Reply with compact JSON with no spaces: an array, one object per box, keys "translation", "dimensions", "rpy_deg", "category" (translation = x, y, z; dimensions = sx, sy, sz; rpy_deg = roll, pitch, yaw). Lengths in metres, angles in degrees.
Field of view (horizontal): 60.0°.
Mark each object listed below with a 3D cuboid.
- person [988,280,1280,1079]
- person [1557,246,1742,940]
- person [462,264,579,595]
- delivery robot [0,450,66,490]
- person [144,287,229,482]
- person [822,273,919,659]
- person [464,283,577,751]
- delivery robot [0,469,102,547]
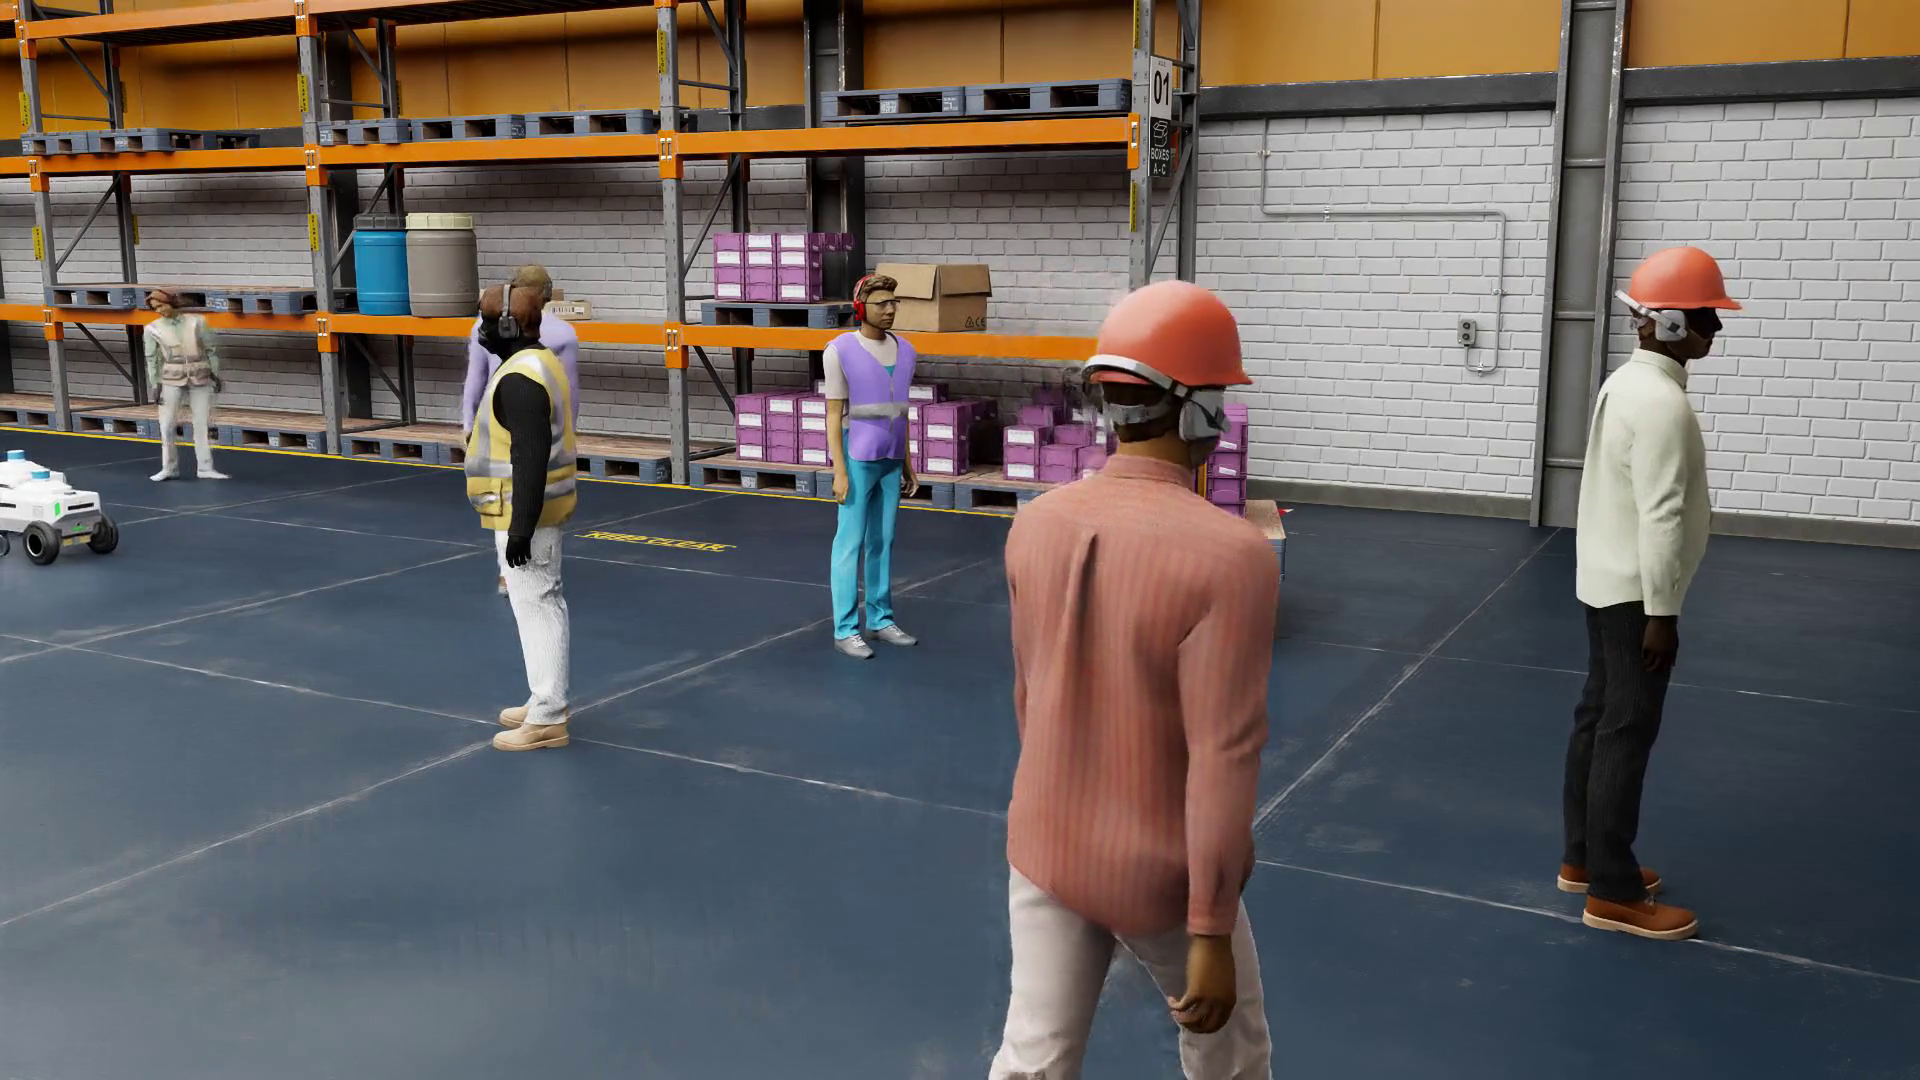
[{"translation":[0.347,0.530,2.930],"dimensions":[1.018,1.937,0.643],"rpy_deg":[-9,14,-42],"category":"person"},{"translation":[2.015,0.147,4.892],"dimensions":[0.395,1.994,0.612],"rpy_deg":[2,10,9],"category":"person"},{"translation":[-2.524,-0.664,9.698],"dimensions":[0.660,1.866,1.041],"rpy_deg":[2,11,11],"category":"person"},{"translation":[-6.471,-0.373,11.439],"dimensions":[0.707,0.478,0.477],"rpy_deg":[7,12,34],"category":"delivery robot"},{"translation":[-6.410,-1.276,13.757],"dimensions":[0.602,1.615,0.324],"rpy_deg":[-7,13,-35],"category":"person"},{"translation":[-0.438,-0.367,8.116],"dimensions":[0.396,1.847,0.564],"rpy_deg":[9,14,41],"category":"person"},{"translation":[-1.738,-0.091,6.619],"dimensions":[0.429,1.841,0.634],"rpy_deg":[-2,10,-9],"category":"person"},{"translation":[-5.796,-0.207,10.525],"dimensions":[0.707,0.478,0.477],"rpy_deg":[5,12,26],"category":"delivery robot"}]
